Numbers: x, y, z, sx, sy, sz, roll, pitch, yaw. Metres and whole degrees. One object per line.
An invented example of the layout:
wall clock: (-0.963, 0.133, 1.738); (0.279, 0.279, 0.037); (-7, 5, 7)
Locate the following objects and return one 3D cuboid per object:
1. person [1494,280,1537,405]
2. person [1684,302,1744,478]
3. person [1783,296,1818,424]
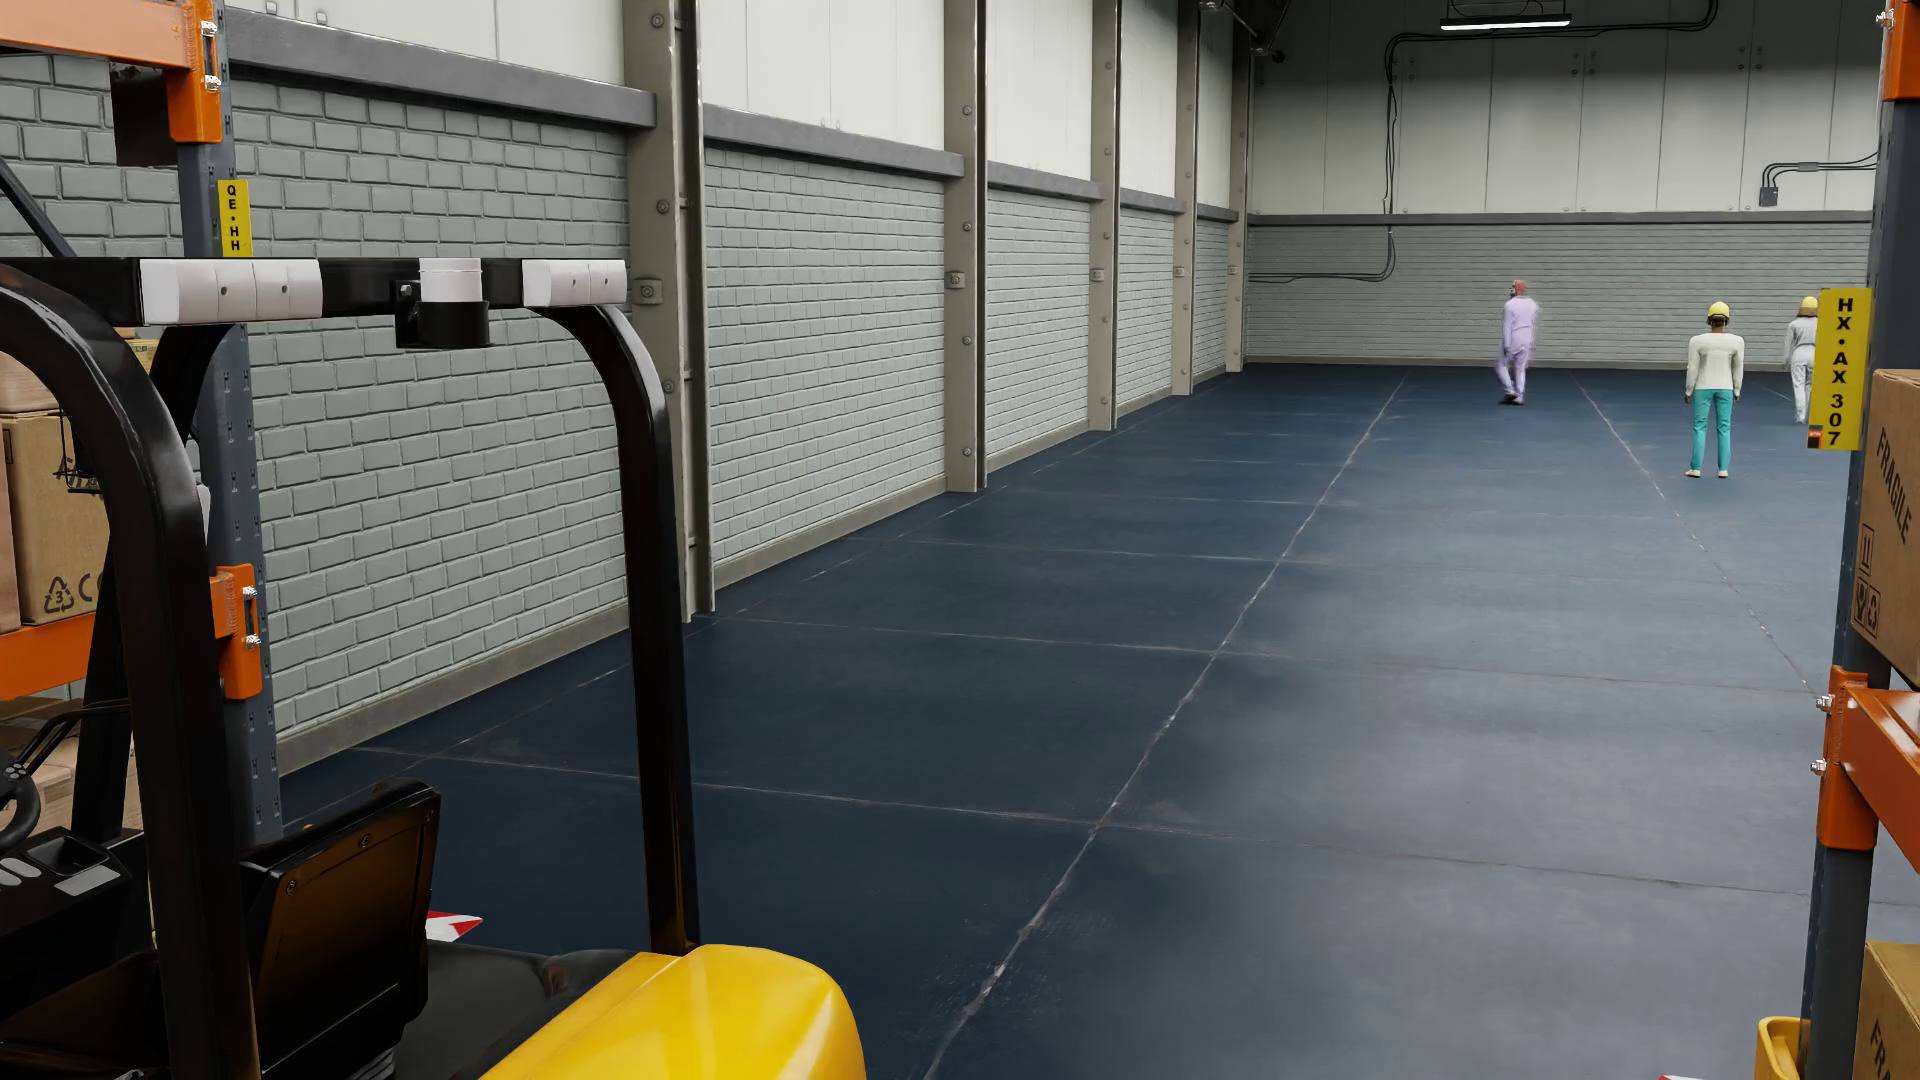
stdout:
person: (8.351, -2.967, 25.050); (0.657, 1.888, 0.445); (-4, 10, -24)
person: (7.544, -1.496, 16.668); (0.533, 1.768, 0.311); (2, 10, 11)
person: (11.337, -2.414, 22.315); (0.498, 1.705, 0.876); (3, 10, 15)
